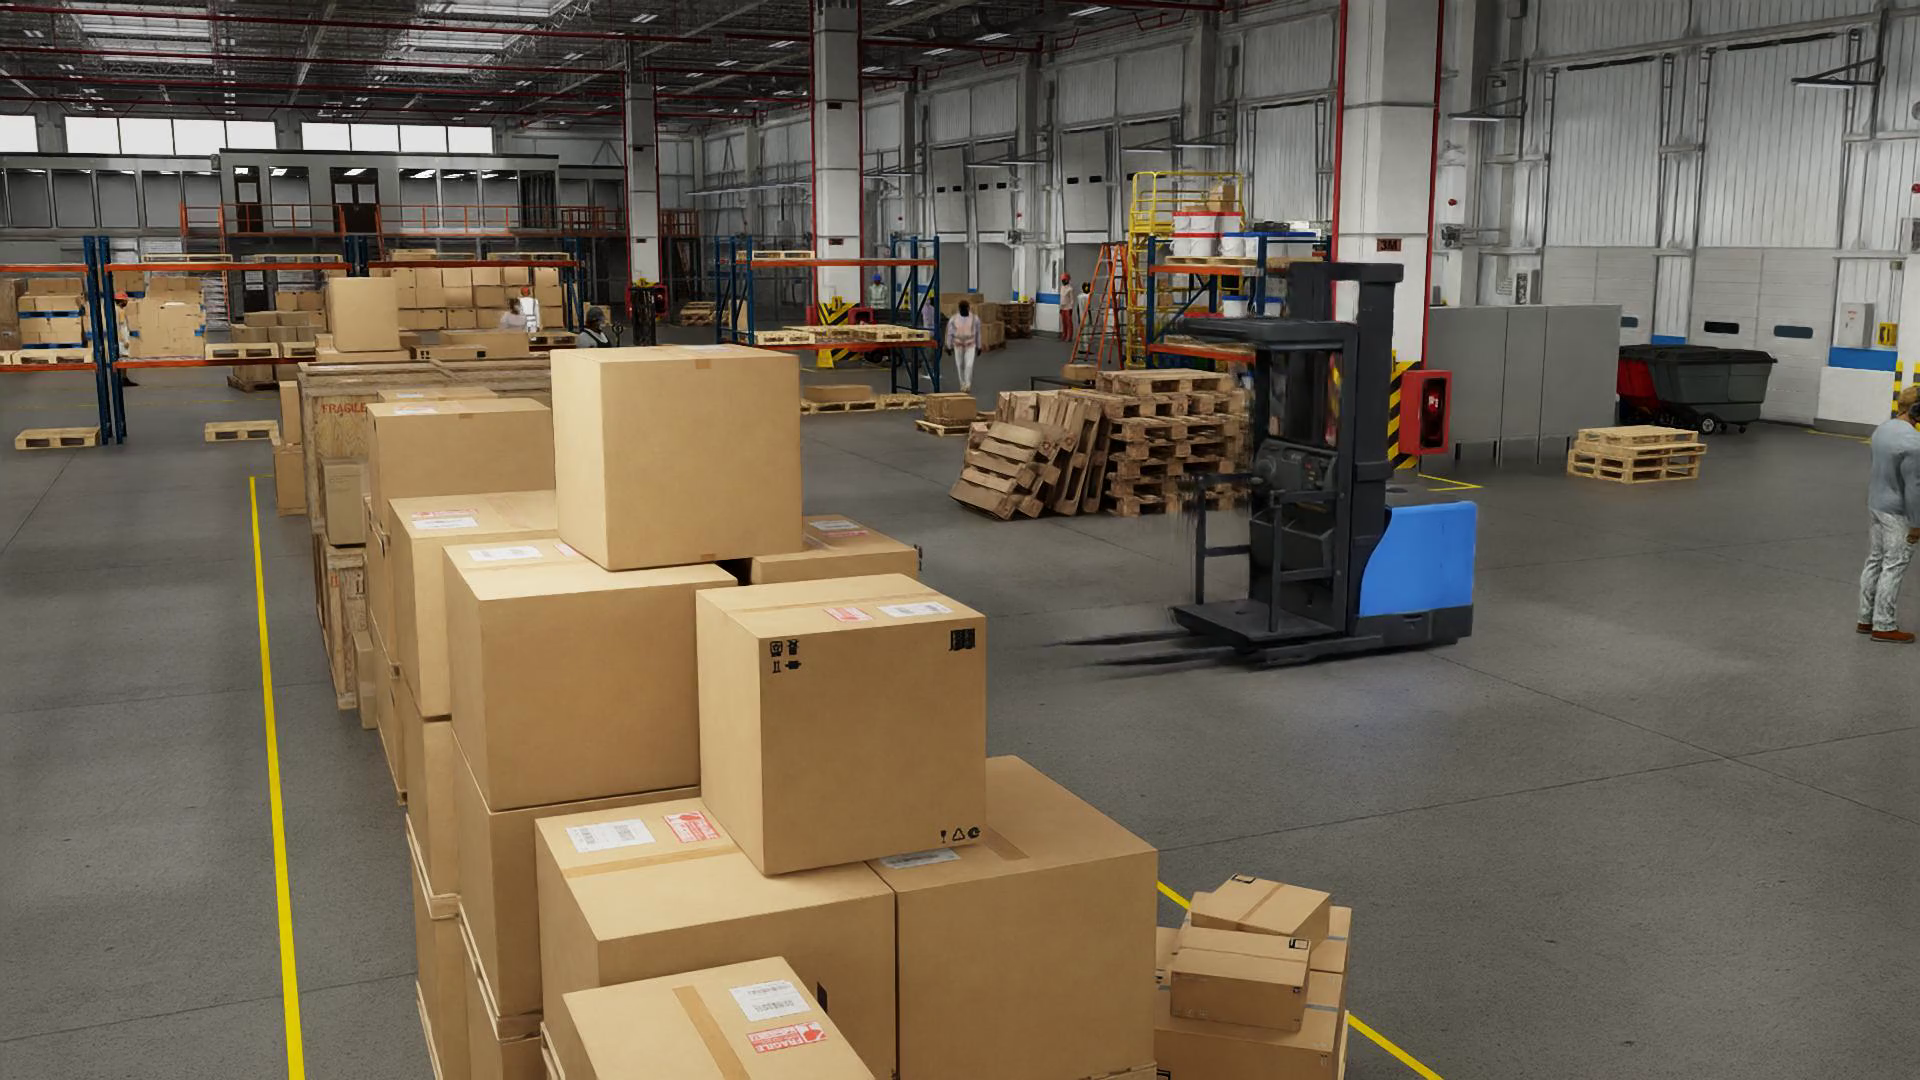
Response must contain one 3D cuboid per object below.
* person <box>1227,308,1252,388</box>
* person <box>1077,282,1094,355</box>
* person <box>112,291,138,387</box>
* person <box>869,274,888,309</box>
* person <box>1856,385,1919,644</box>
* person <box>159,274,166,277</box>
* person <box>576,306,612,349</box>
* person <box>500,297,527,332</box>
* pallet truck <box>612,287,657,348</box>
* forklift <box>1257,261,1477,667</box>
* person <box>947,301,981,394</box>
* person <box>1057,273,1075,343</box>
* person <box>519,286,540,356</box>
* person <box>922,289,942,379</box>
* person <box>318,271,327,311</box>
[{"bbox_3d":[4.583,-2.766,26.632,0.791,1.897,0.609,6,12,28],"label":"person"},{"bbox_3d":[3.246,-5.733,43.089,0.326,1.865,0.518,-7,13,-35],"label":"person"},{"bbox_3d":[-16.994,-4.081,33.788,0.378,1.932,0.551,-9,14,-42],"label":"person"},{"bbox_3d":[-2.436,-6.951,49.574,0.605,1.944,0.402,3,11,16],"label":"person"},{"bbox_3d":[6.961,-0.190,12.369,0.372,1.930,0.636,0,10,2],"label":"person"},{"bbox_3d":[-24.259,-7.100,50.488,0.703,1.916,0.559,2,10,9],"label":"person"},{"bbox_3d":[-5.129,-2.305,23.706,0.537,2.000,0.682,3,11,14],"label":"person"},{"bbox_3d":[-8.471,-3.656,31.564,1.014,1.900,0.638,8,13,38],"label":"person"},{"bbox_3d":[-6.464,-4.406,35.401,0.823,1.965,1.885,6,12,32],"label":"pallet truck"},{"bbox_3d":[2.766,-0.631,12.164,1.873,2.768,1.129,-4,11,-23],"label":"forklift"},{"bbox_3d":[0.077,-3.752,32.390,0.647,1.792,0.987,2,10,9],"label":"person"},{"bbox_3d":[3.067,-6.691,48.003,0.395,1.994,0.612,-6,12,-28],"label":"person"},{"bbox_3d":[-10.255,-5.084,39.447,0.572,1.887,0.356,-4,11,-23],"label":"person"},{"bbox_3d":[-0.575,-4.403,35.584,0.382,1.924,0.594,6,12,28],"label":"person"},{"bbox_3d":[-21.906,-8.313,57.282,0.473,1.870,0.613,-3,11,-17],"label":"person"}]
